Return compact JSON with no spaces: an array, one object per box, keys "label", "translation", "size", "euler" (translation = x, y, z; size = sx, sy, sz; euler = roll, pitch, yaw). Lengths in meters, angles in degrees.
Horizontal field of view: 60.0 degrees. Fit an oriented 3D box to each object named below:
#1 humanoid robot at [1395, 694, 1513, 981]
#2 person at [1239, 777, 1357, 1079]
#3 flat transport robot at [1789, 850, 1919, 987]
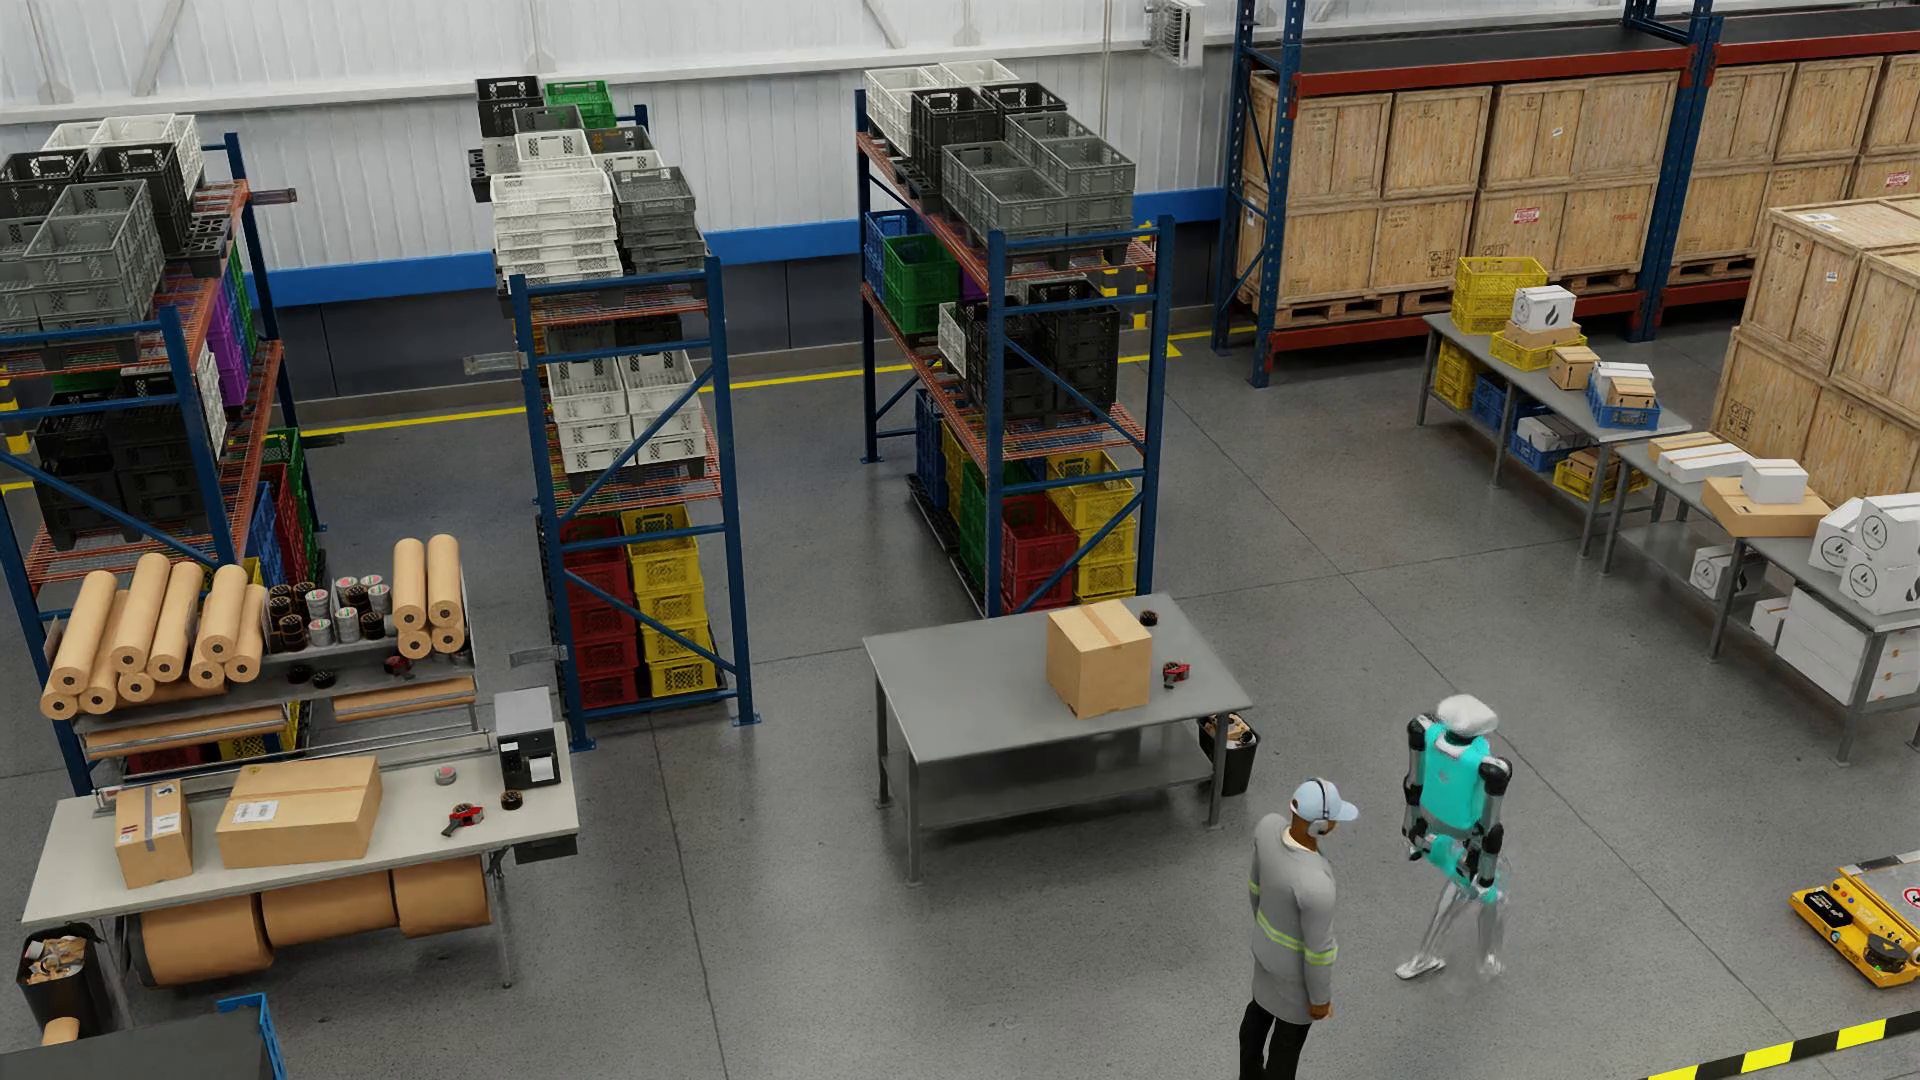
[{"label":"humanoid robot","translation":[2.484,1.456,8.045],"size":[0.822,1.831,0.532],"euler":[-21,35,-33]},{"label":"person","translation":[1.464,1.804,7.240],"size":[0.394,1.848,0.586],"euler":[-9,30,-16]},{"label":"flat transport robot","translation":[5.163,1.916,8.676],"size":[1.431,0.231,0.659],"euler":[-8,30,-14]}]
